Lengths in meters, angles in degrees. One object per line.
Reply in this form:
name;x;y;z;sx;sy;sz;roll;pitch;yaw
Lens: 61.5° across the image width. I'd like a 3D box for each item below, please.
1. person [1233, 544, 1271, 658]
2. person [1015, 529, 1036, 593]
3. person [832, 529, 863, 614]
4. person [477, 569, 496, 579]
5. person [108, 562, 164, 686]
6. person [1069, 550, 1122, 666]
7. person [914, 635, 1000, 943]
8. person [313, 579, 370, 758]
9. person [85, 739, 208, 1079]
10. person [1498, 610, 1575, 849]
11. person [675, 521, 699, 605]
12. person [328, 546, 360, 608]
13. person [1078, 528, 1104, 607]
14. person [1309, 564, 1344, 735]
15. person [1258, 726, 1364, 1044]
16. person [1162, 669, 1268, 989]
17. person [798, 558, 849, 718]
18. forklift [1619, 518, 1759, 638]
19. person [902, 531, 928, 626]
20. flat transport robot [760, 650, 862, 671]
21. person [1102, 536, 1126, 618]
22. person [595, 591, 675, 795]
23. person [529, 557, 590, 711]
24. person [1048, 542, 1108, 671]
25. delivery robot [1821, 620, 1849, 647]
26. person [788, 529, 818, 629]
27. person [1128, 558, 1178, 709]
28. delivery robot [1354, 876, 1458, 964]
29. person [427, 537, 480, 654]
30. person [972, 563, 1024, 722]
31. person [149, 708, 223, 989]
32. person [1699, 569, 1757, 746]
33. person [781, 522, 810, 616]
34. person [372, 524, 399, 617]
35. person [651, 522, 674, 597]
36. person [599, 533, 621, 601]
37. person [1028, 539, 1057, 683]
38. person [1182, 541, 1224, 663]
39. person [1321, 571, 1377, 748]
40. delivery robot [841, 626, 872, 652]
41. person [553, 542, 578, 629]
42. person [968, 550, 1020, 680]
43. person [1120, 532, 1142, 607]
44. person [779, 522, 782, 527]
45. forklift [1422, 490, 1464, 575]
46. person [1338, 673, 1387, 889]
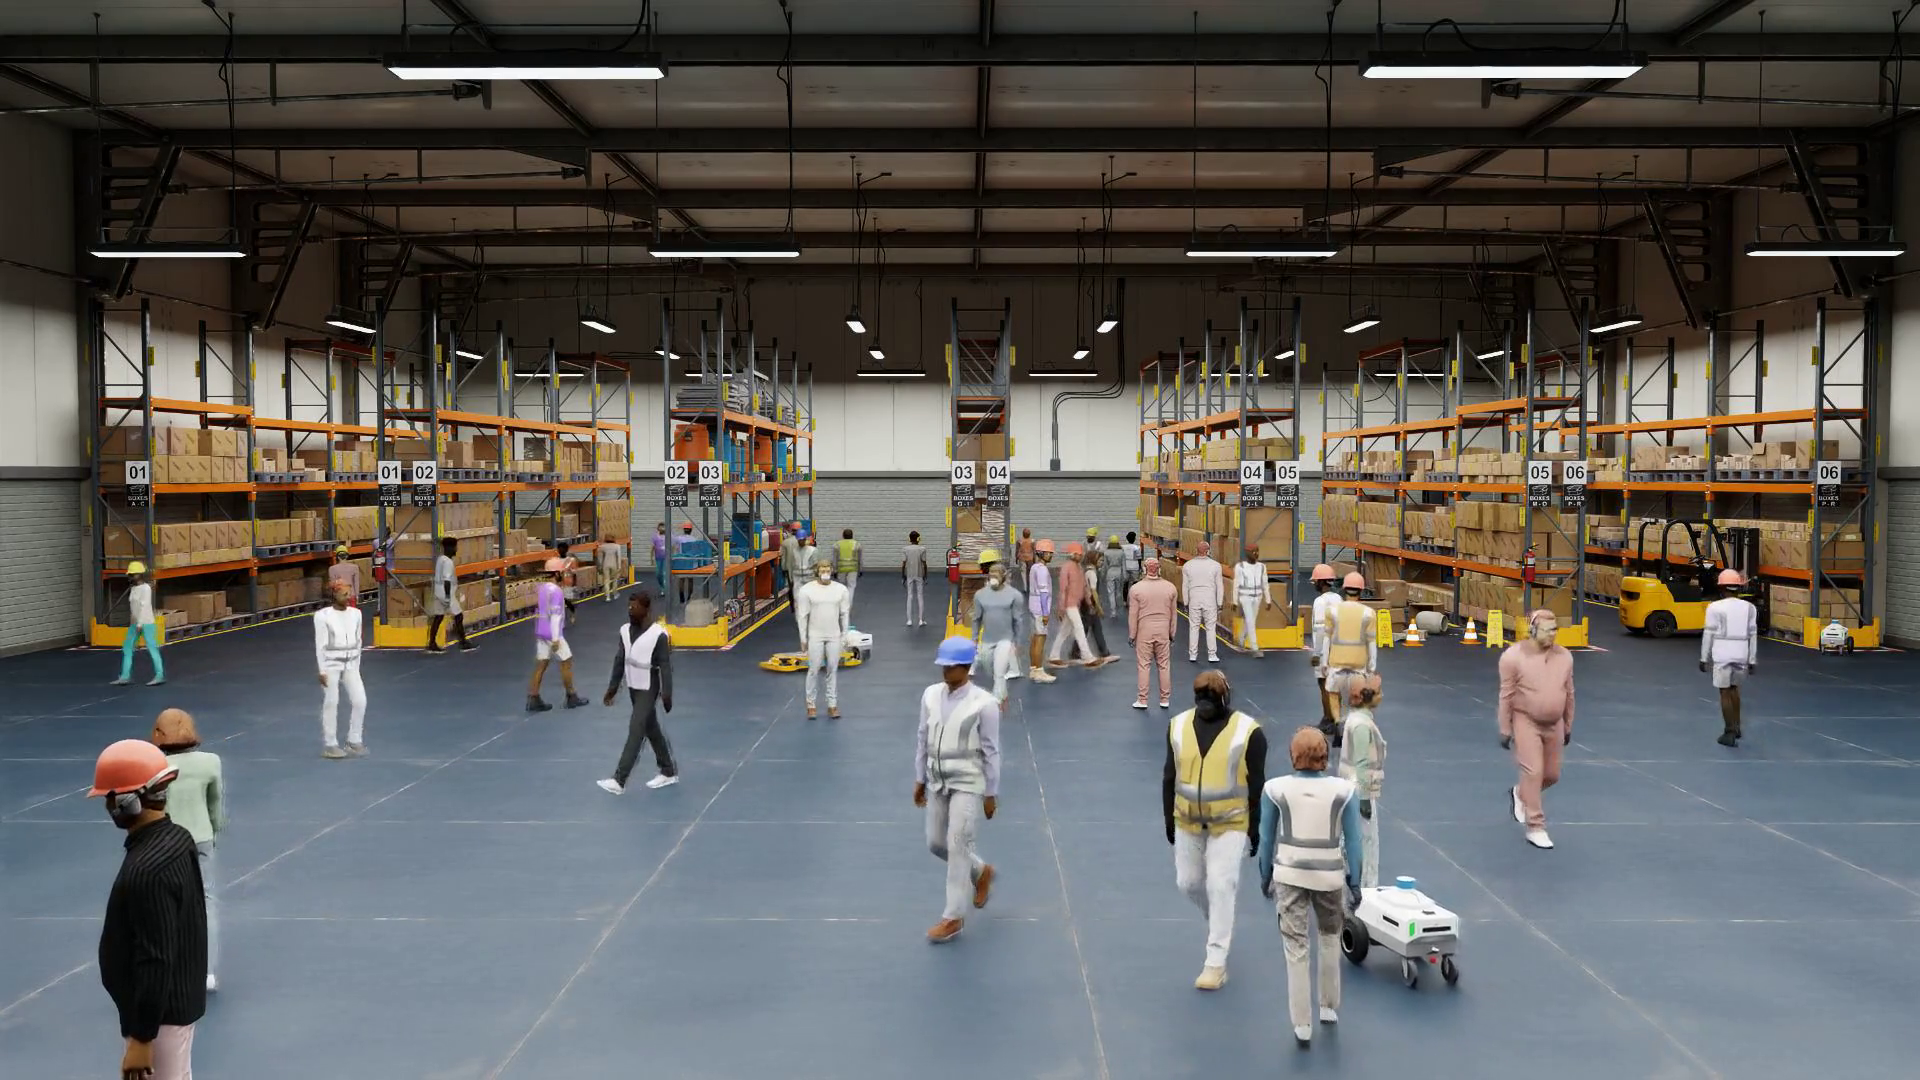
person;4.733;0.974;26.449;0.593;1.846;0.956;-1;2;-21
person;1.659;0.519;40.850;0.520;1.595;0.865;0;2;-4
person;-2.390;0.664;34.642;0.632;1.804;0.911;0;2;6
person;-10.865;0.448;37.055;0.605;2.045;0.377;0;2;1
person;-11.480;1.181;22.468;0.539;1.738;0.801;2;3;36
person;2.073;1.054;24.952;0.839;1.794;0.546;0;2;8
person;0.016;1.563;10.435;0.617;1.931;0.729;2;3;42
person;-6.426;1.346;16.797;0.636;1.862;0.586;2;3;37
person;-2.957;1.715;5.888;0.401;1.984;0.619;-1;2;-17
person;4.638;1.486;13.064;0.650;1.881;0.764;0;2;-11
person;-6.225;0.520;36.803;0.566;1.919;0.529;0;2;-1
person;-10.452;0.974;27.383;0.523;1.760;0.328;-2;3;-40
person;2.864;0.624;35.779;0.605;1.786;0.876;1;2;23
person;4.157;1.242;18.446;0.378;1.932;0.551;2;3;38
person;1.842;1.788;8.509;0.540;1.615;0.552;0;2;10
person;1.511;1.655;9.536;0.632;1.824;0.721;1;3;30
person;-1.659;1.191;19.680;0.633;1.938;0.354;-1;2;-21
forklift;13.417;0.684;29.791;2.313;2.155;1.214;0;2;0
person;-0.889;0.750;31.720;0.518;1.865;0.330;0;2;4
flat transport robot;-2.276;1.833;24.722;1.431;0.197;0.652;-2;3;-39
person;3.212;0.756;33.602;0.494;1.696;0.925;0;2;-2
person;-3.021;1.411;15.037;0.598;1.867;1.005;2;3;44
person;-5.046;1.177;20.313;0.873;1.907;0.565;-2;3;-39
person;1.761;0.999;24.486;1.020;1.941;0.625;1;3;25
delivery robot;14.484;1.567;26.726;0.477;0.478;0.707;2;3;35
person;-3.026;0.737;31.312;0.602;1.922;0.856;0;2;1
person;2.421;1.179;20.386;0.643;1.909;0.409;-1;2;-12
delivery robot;2.644;2.248;9.591;0.477;0.478;0.707;-1;2;-15
person;-8.409;0.914;26.783;0.933;1.927;0.630;-2;3;-37
person;0.470;1.215;19.506;0.641;1.911;0.904;1;2;22
person;-4.552;1.773;9.393;0.507;1.588;0.865;-2;3;-42
person;8.423;1.280;17.768;0.544;1.919;0.577;0;2;-6
person;-3.440;0.600;34.100;0.642;1.967;0.814;0;2;4
person;-11.974;0.632;33.731;0.629;1.940;0.376;0;2;8
person;-7.267;0.456;39.520;0.569;1.833;0.606;0;2;4
person;-8.196;0.636;37.881;0.519;1.579;0.842;0;2;-3
person;1.182;1.005;23.097;0.394;2.040;0.609;0;2;-10
person;3.837;0.976;25.475;0.652;1.906;0.409;1;2;17
person;4.153;1.295;17.234;0.590;1.923;0.578;1;2;13
delivery robot;-1.708;1.611;25.625;0.477;0.478;0.707;2;3;35
person;-7.618;0.865;31.051;0.539;1.683;0.444;0;2;11
person;0.425;1.080;23.314;0.980;1.868;0.593;0;2;-7
person;3.822;0.662;36.055;0.529;1.692;0.321;1;3;30
person;-5.264;0.263;47.045;0.530;1.603;0.409;-1;2;-22
forklift;13.926;-0.371;47.846;1.873;2.768;1.129;0;2;0
person;2.619;1.695;10.817;0.542;1.626;0.514;0;2;11
